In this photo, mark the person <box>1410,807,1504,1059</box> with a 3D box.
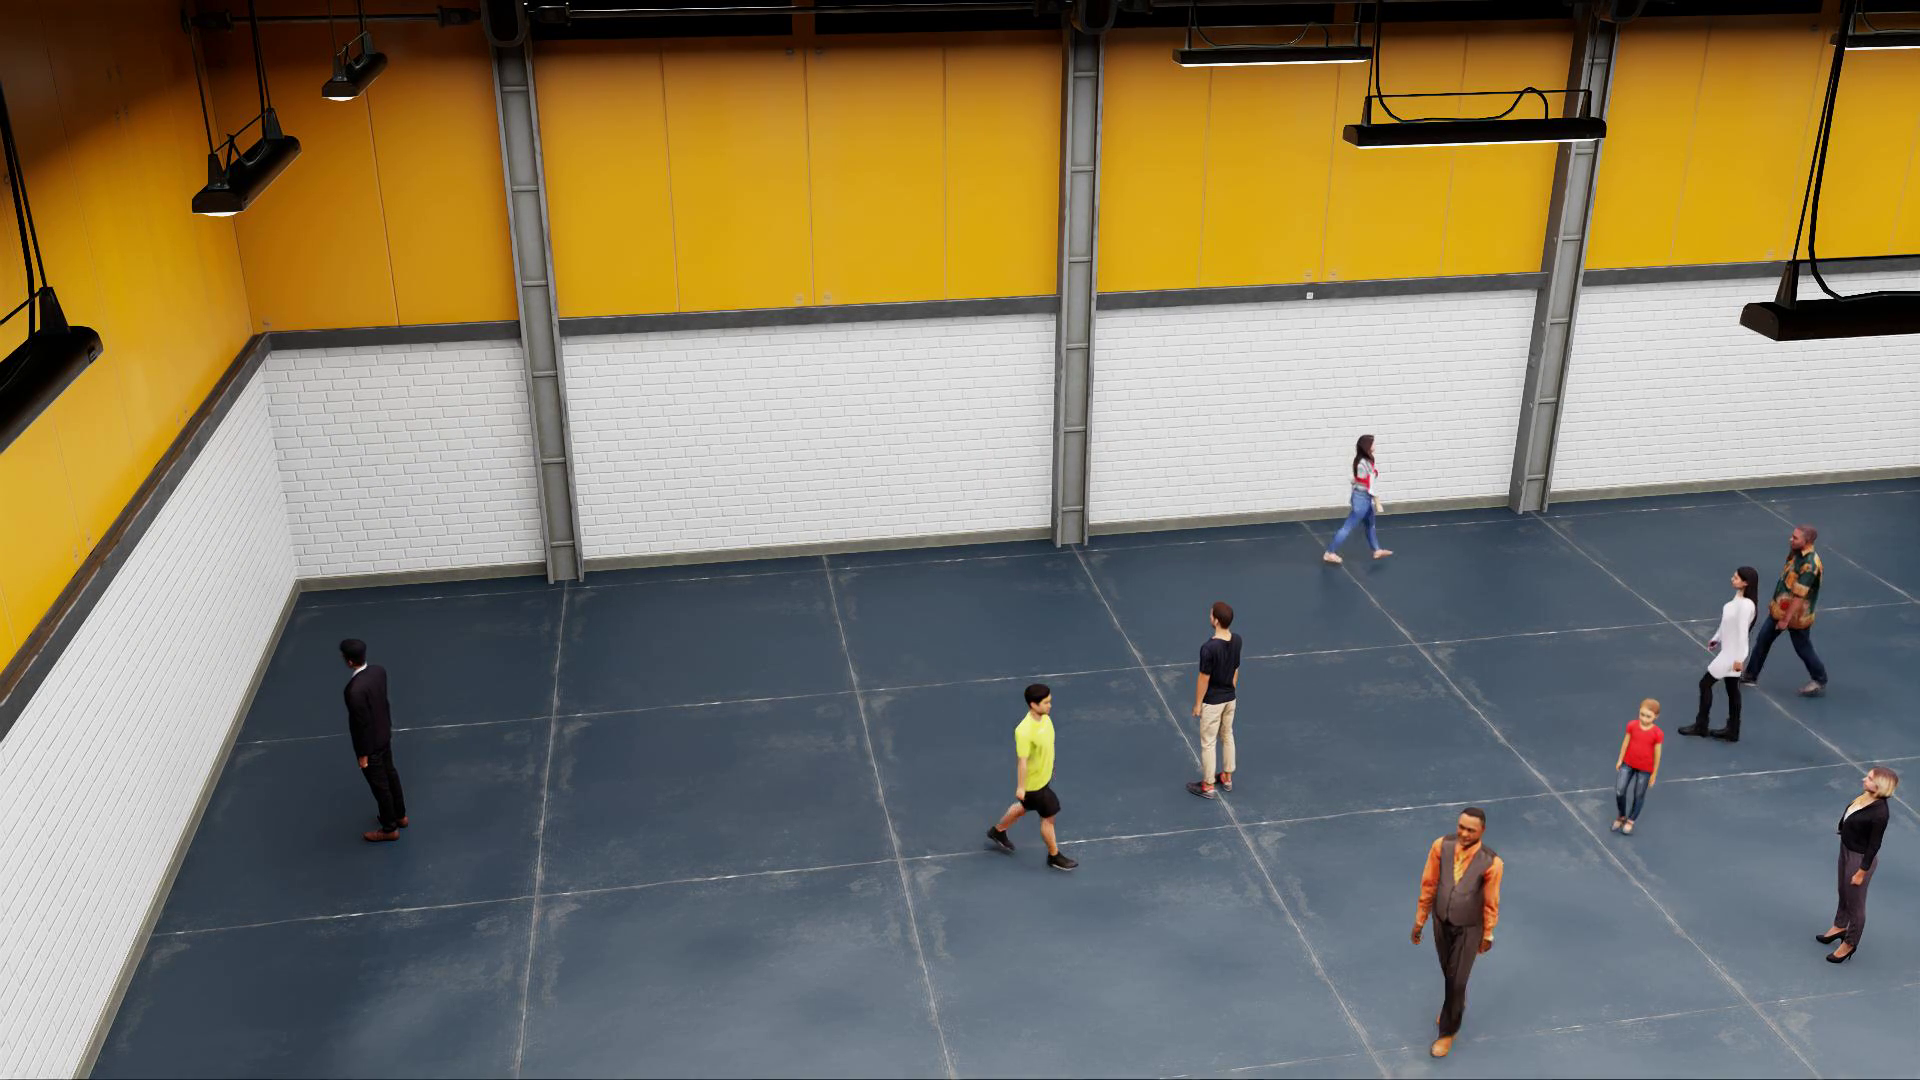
[{"bbox_3d":[3.586,2.677,11.829,1.071,1.884,0.971,-21,31,-40],"label":"person"}]

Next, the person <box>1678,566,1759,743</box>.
[{"bbox_3d":[7.329,1.091,15.577,0.906,1.789,0.828,12,26,25],"label":"person"}]

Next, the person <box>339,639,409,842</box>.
[{"bbox_3d":[-4.975,1.682,14.109,0.647,1.880,0.751,2,24,4],"label":"person"}]

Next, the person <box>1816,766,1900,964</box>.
[{"bbox_3d":[6.827,2.446,12.623,0.648,1.672,0.665,5,24,11],"label":"person"}]

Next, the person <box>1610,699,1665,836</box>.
[{"bbox_3d":[5.851,1.917,14.293,0.602,1.303,0.658,18,29,35],"label":"person"}]

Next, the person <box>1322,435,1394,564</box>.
[{"bbox_3d":[4.586,-0.434,19.335,1.122,1.572,0.704,-1,24,-2],"label":"person"}]

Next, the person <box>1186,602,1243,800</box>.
[{"bbox_3d":[2.293,1.414,14.755,0.647,1.854,0.768,-18,29,-35],"label":"person"}]

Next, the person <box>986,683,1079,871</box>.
[{"bbox_3d":[0.549,1.937,13.781,1.169,1.676,0.978,8,25,18],"label":"person"}]

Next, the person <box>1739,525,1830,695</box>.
[{"bbox_3d":[8.326,0.729,16.433,1.260,1.766,0.868,1,24,3],"label":"person"}]
